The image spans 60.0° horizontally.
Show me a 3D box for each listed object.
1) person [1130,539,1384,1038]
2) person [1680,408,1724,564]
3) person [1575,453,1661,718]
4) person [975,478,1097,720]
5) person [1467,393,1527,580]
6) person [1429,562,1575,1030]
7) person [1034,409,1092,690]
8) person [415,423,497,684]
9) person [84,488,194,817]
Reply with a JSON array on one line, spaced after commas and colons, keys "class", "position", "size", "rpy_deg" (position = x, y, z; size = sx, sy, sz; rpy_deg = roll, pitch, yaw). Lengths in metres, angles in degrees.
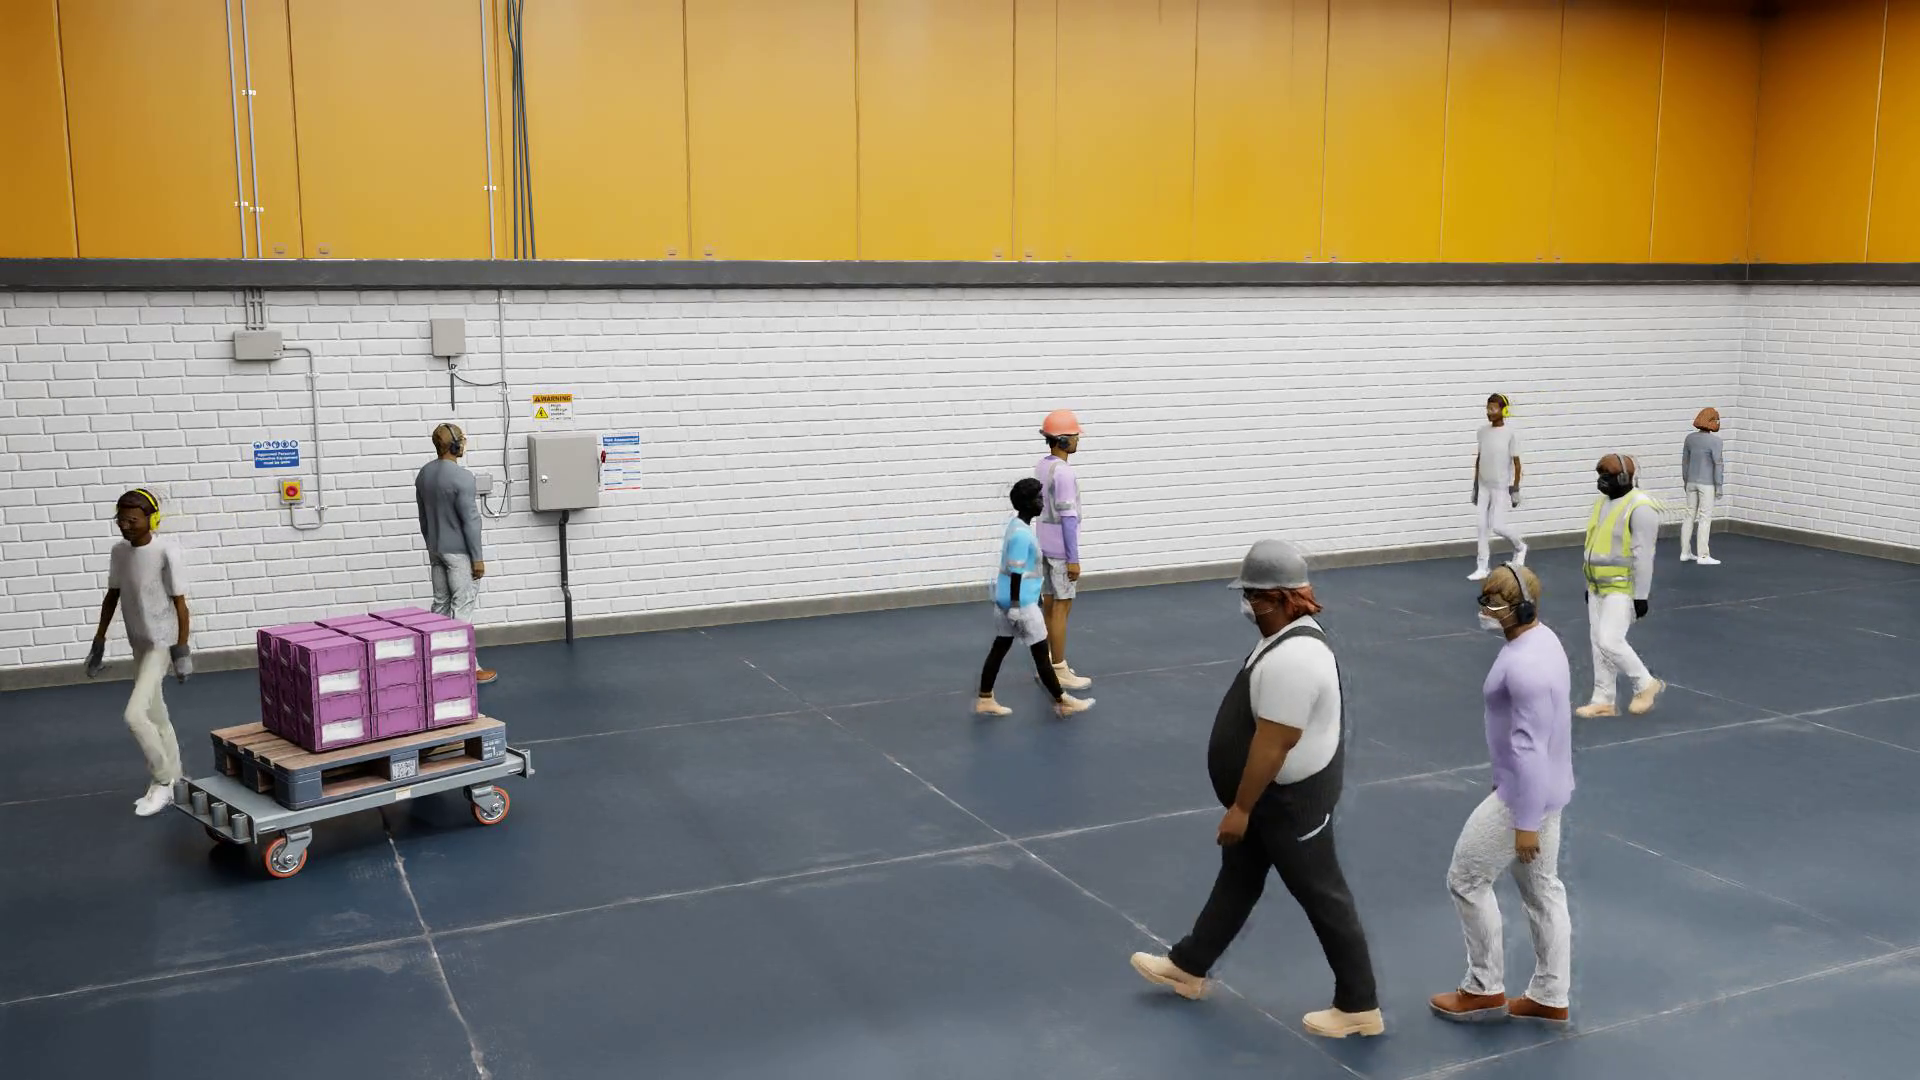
[{"class": "person", "position": [1.235, 0.954, 6.647], "size": [1.036, 2.000, 0.699], "rpy_deg": [1, 9, 8]}, {"class": "person", "position": [7.739, -0.564, 17.328], "size": [0.273, 1.632, 0.507], "rpy_deg": [-3, 10, -20]}, {"class": "person", "position": [4.429, 0.324, 11.217], "size": [0.463, 1.828, 0.652], "rpy_deg": [-2, 9, -10]}, {"class": "person", "position": [0.506, 0.406, 11.226], "size": [0.866, 1.652, 0.553], "rpy_deg": [-1, 9, -4]}, {"class": "person", "position": [5.324, -0.531, 16.458], "size": [0.649, 1.854, 0.517], "rpy_deg": [-6, 11, -33]}, {"class": "person", "position": [2.159, 1.023, 6.635], "size": [0.700, 1.903, 0.682], "rpy_deg": [4, 10, 25]}, {"class": "person", "position": [0.736, 0.065, 12.147], "size": [0.364, 2.048, 0.608], "rpy_deg": [-3, 10, -17]}, {"class": "person", "position": [-3.724, 0.103, 12.246], "size": [0.631, 1.940, 0.372], "rpy_deg": [7, 11, 36]}, {"class": "person", "position": [-4.608, 0.626, 9.322], "size": [0.579, 1.842, 0.562], "rpy_deg": [6, 11, 32]}]
